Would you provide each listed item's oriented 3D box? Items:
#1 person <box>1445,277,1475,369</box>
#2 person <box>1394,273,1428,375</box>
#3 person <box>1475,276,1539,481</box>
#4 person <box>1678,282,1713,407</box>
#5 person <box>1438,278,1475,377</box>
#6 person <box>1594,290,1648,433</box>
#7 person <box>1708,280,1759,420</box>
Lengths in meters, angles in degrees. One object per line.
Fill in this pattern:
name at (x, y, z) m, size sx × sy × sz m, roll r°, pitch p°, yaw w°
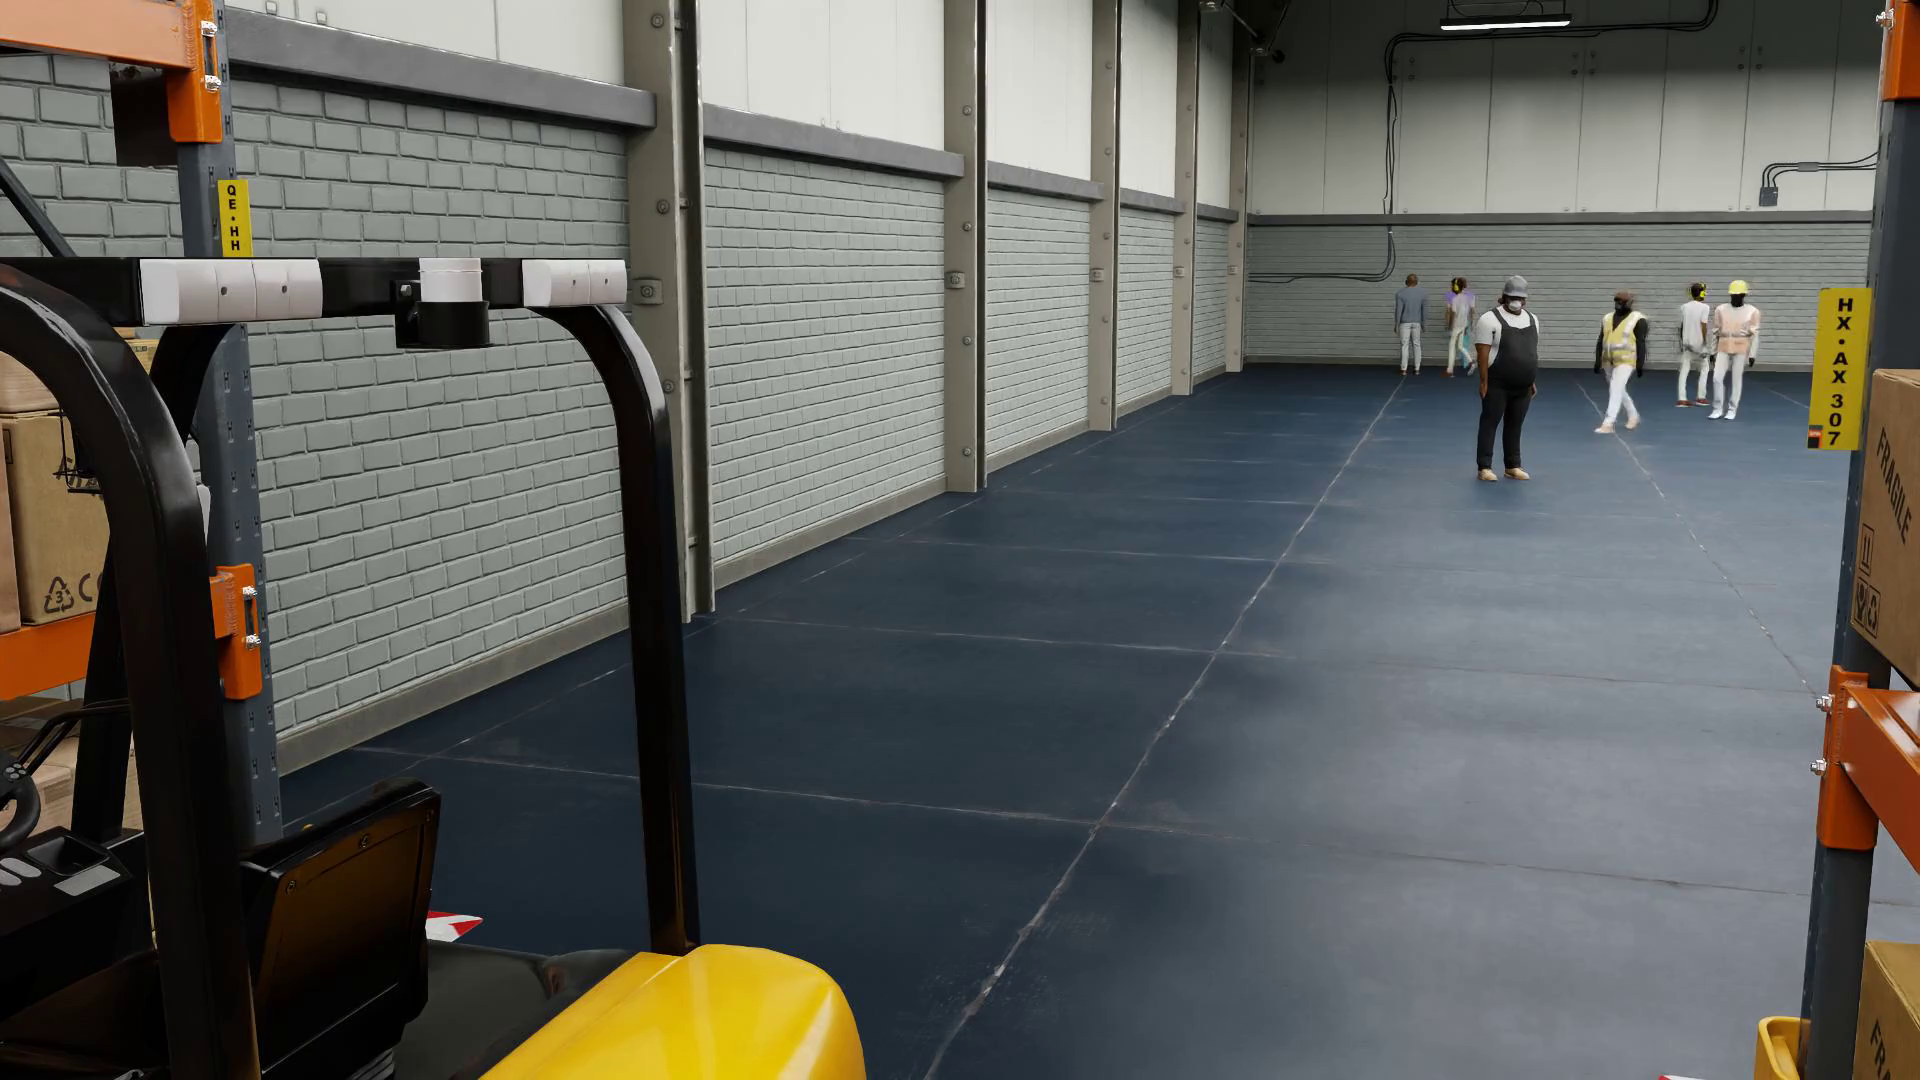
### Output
person at (10.014, -4.336, 33.341) m, size 0.565 × 1.846 × 0.390 m, roll 1°, pitch 10°, yaw 8°
person at (8.612, -4.124, 31.804) m, size 0.635 × 1.937 × 0.352 m, roll -1°, pitch 10°, yaw -6°
person at (5.453, -1.597, 16.449) m, size 0.683 × 2.000 × 0.536 m, roll -3°, pitch 10°, yaw -18°
person at (11.038, -2.914, 24.857) m, size 0.741 × 1.844 × 0.565 m, roll -5°, pitch 11°, yaw -29°
person at (9.304, -3.954, 31.034) m, size 0.588 × 1.860 × 0.568 m, roll -7°, pitch 12°, yaw -37°
person at (8.429, -2.269, 21.170) m, size 0.909 × 1.816 × 0.626 m, roll -5°, pitch 11°, yaw -29°
person at (10.506, -2.575, 22.659) m, size 0.628 × 1.904 × 0.695 m, roll 8°, pitch 12°, yaw 40°
